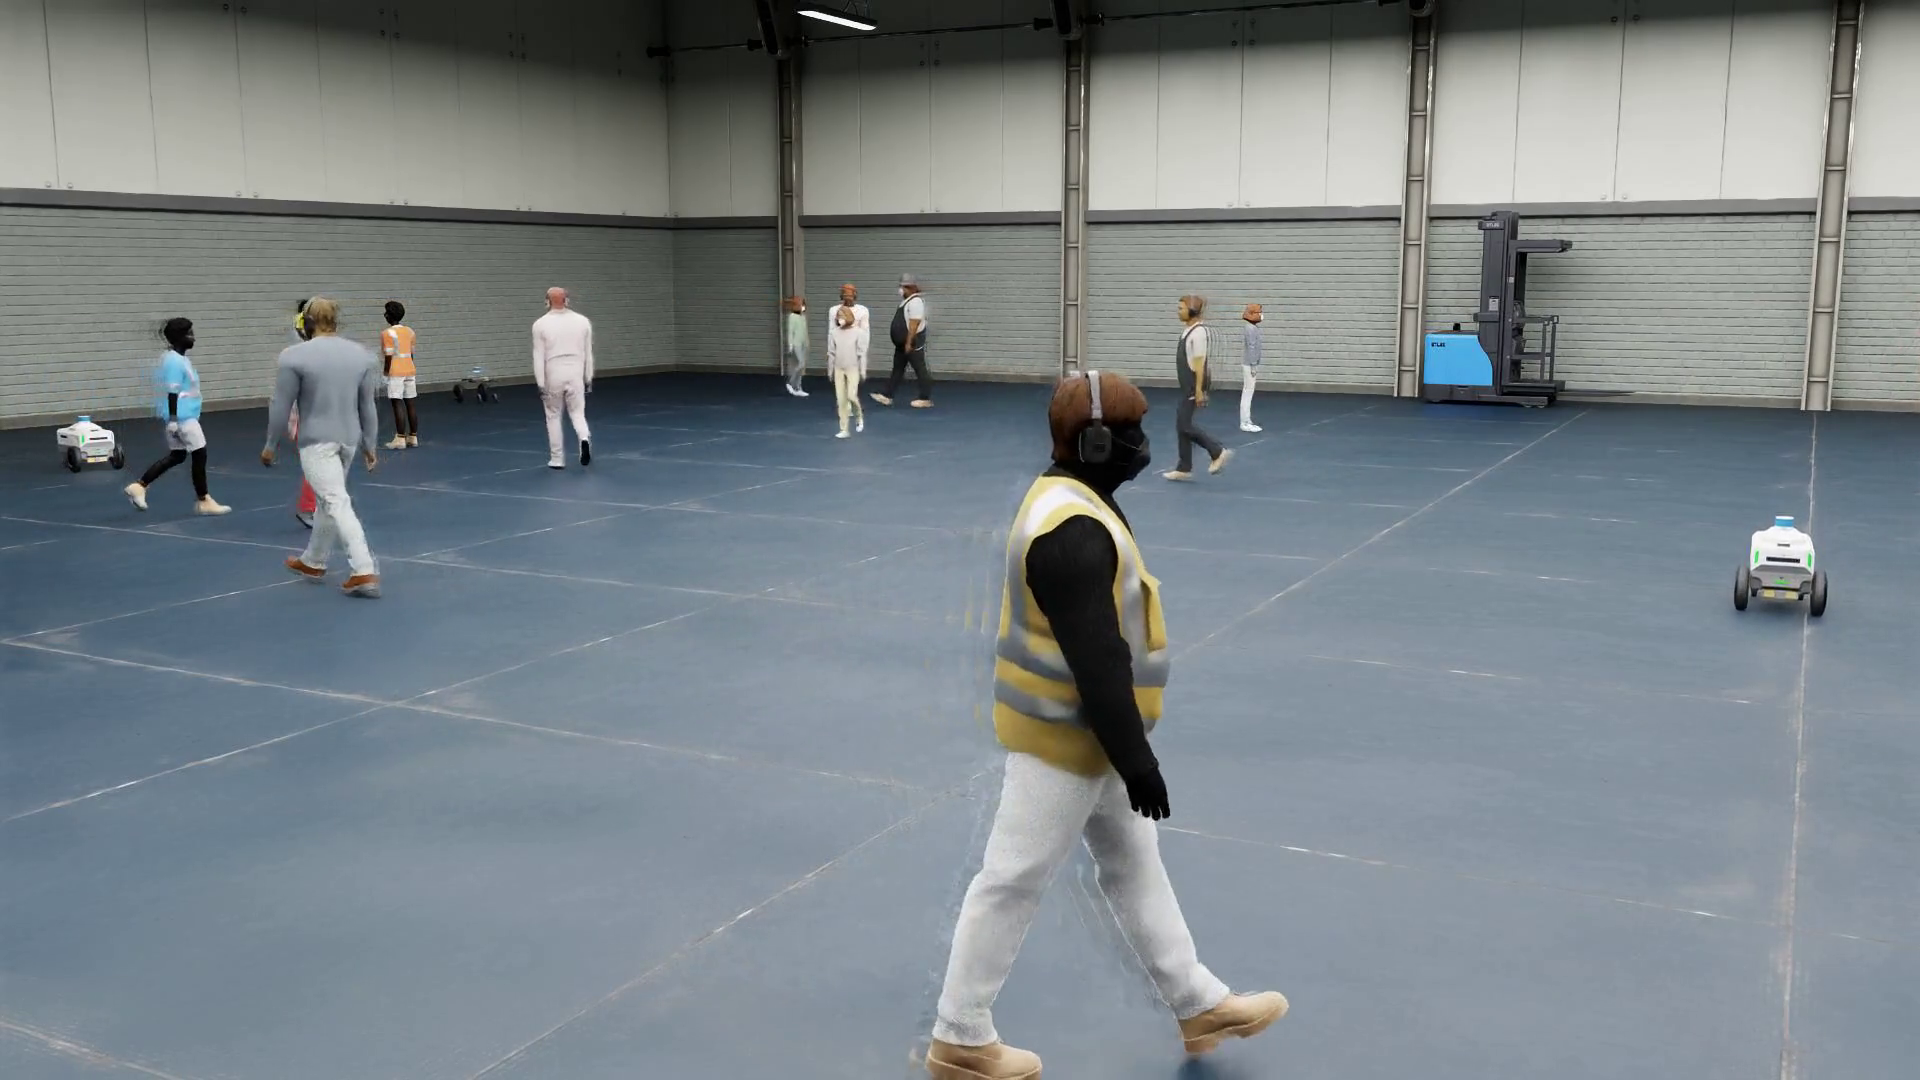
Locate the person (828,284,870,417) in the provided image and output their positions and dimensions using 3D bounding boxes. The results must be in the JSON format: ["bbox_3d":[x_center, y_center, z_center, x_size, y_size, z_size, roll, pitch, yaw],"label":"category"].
[{"bbox_3d":[-1.548,-2.644,23.280,0.573,1.866,0.513,-1,9,-8],"label":"person"}]

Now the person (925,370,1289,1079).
[{"bbox_3d":[0.357,0.489,4.132,0.963,1.796,0.618,1,9,6],"label":"person"}]

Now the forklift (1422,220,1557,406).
[{"bbox_3d":[8.245,-3.527,25.720,1.873,2.768,1.129,5,10,27],"label":"forklift"}]

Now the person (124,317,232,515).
[{"bbox_3d":[-6.601,-1.025,13.910,0.760,1.674,0.530,-4,10,-21],"label":"person"}]

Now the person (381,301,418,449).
[{"bbox_3d":[-6.492,-1.906,19.226,0.320,1.698,0.531,3,10,17],"label":"person"}]

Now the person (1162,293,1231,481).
[{"bbox_3d":[2.299,-1.483,16.219,0.554,1.830,0.514,0,9,-1],"label":"person"}]

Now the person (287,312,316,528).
[{"bbox_3d":[-5.089,-0.947,13.161,0.379,1.754,0.525,2,9,14],"label":"person"}]

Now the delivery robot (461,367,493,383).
[{"bbox_3d":[-7.567,-2.594,26.032,0.335,0.223,0.698,-9,13,-43],"label":"delivery robot"}]

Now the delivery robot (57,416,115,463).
[{"bbox_3d":[-9.100,-1.049,17.300,0.707,0.478,0.477,8,12,41],"label":"delivery robot"}]

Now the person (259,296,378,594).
[{"bbox_3d":[-4.073,-0.610,10.690,1.049,1.889,0.648,6,11,31],"label":"person"}]

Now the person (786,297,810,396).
[{"bbox_3d":[-2.614,-3.162,27.223,0.338,1.622,0.504,3,10,18],"label":"person"}]

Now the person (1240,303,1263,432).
[{"bbox_3d":[3.753,-2.221,21.365,0.279,1.634,0.499,1,9,7],"label":"person"}]

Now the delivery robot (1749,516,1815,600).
[{"bbox_3d":[5.053,0.098,10.227,0.477,0.478,0.707,4,10,25],"label":"delivery robot"}]

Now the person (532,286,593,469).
[{"bbox_3d":[-4.084,-1.666,17.164,0.651,1.888,0.612,-6,11,-31],"label":"person"}]

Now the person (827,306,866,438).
[{"bbox_3d":[-1.393,-2.071,20.483,0.517,1.616,0.398,4,10,23],"label":"person"}]

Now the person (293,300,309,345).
[{"bbox_3d":[-8.657,-2.376,22.248,0.547,1.652,0.804,8,12,39],"label":"person"}]

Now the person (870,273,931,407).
[{"bbox_3d":[-0.880,-2.991,24.993,0.957,2.000,0.702,-3,10,-16],"label":"person"}]
